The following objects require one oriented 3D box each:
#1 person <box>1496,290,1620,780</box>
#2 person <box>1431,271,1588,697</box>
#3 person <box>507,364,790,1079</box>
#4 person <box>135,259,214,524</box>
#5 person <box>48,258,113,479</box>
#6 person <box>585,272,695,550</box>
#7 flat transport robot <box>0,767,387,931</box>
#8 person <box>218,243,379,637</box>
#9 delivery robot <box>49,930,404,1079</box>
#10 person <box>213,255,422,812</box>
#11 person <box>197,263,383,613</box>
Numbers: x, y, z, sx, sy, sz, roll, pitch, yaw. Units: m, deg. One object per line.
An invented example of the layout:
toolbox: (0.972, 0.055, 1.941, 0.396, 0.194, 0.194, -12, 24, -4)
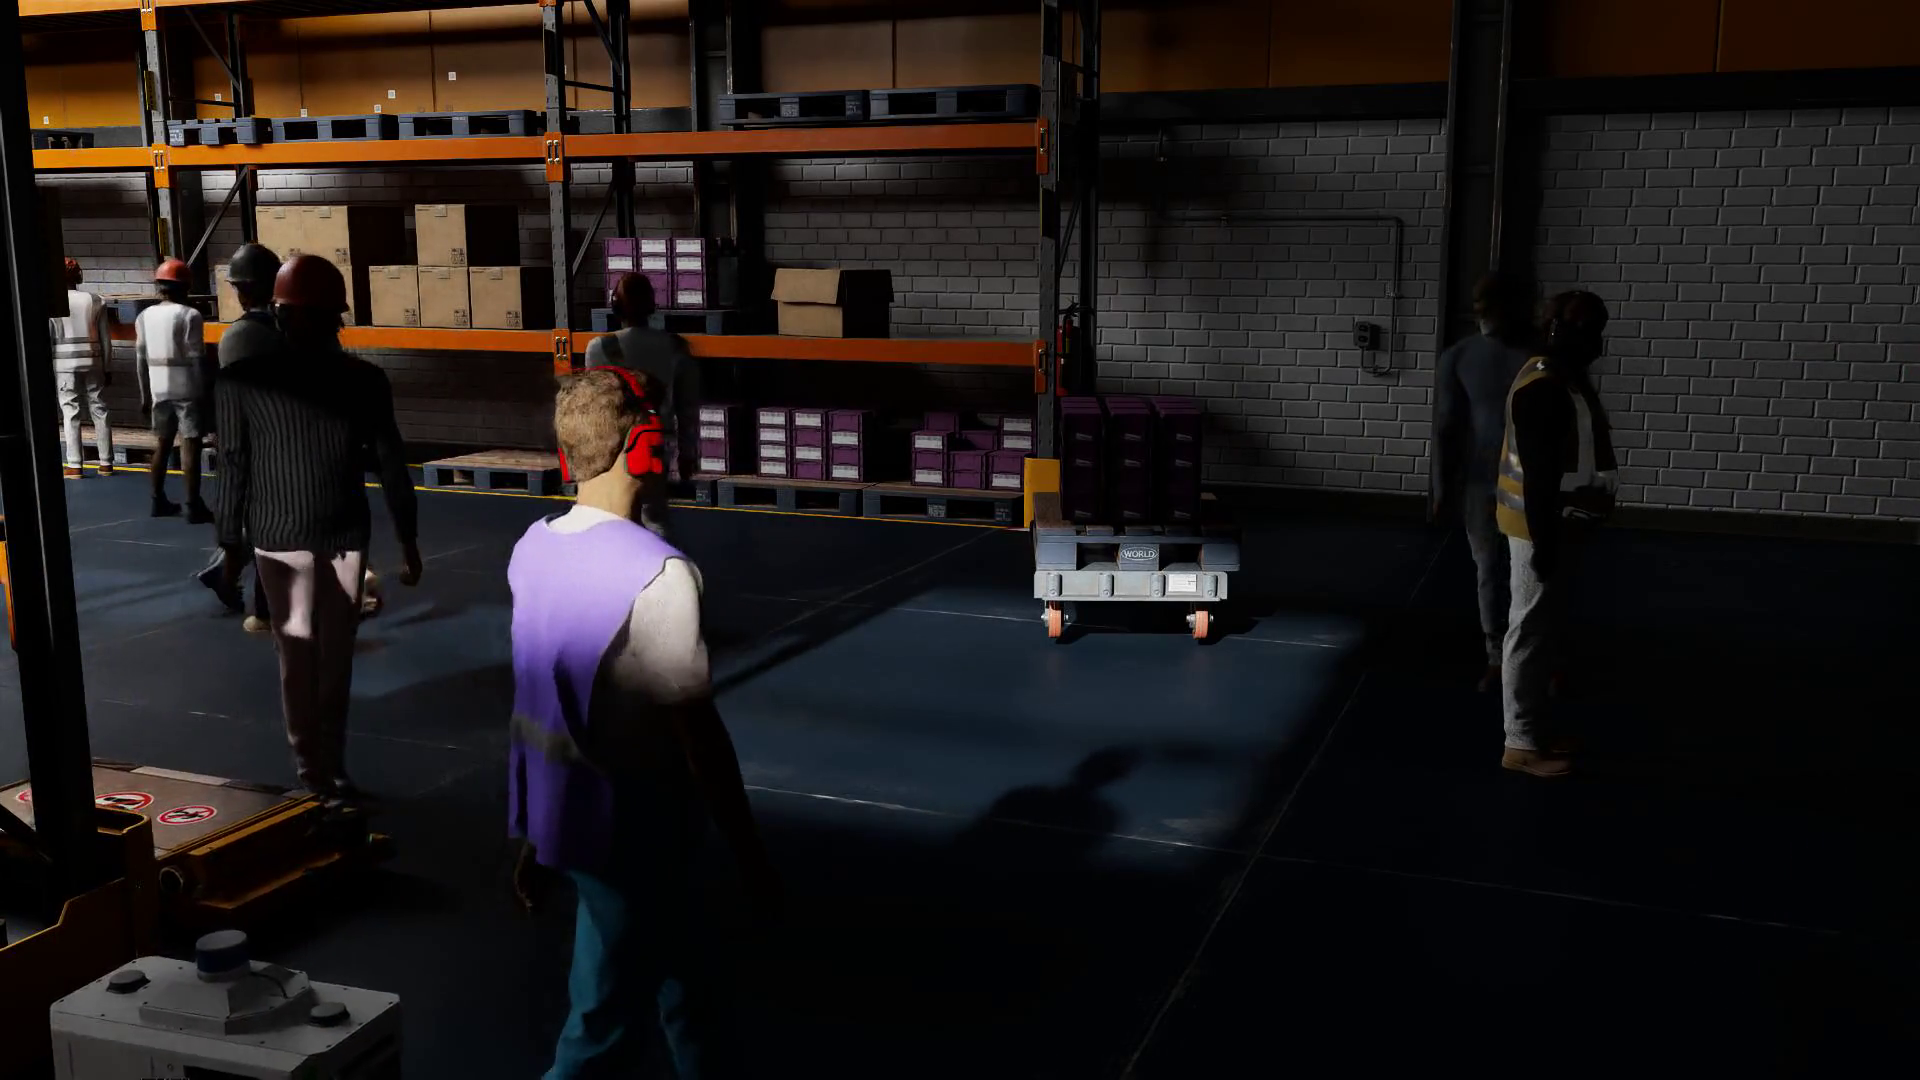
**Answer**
person: (2.288, -0.029, 6.389, 0.430, 1.841, 0.624, 5, 11, 28)
person: (2.421, -0.235, 7.368, 0.653, 1.896, 0.497, 5, 11, 25)
person: (-0.641, 0.569, 3.188, 0.942, 1.797, 0.572, -7, 12, -32)
person: (-5.697, -1.082, 12.090, 0.596, 1.924, 0.429, 3, 11, 17)
person: (-7.559, -1.462, 14.242, 0.573, 1.883, 0.356, -10, 14, -44)
person: (-1.668, -0.442, 8.591, 0.589, 1.869, 0.423, -8, 13, -37)
flat transport robot: (-2.636, 0.944, 5.332, 1.431, 0.197, 0.652, 4, 11, 22)
person: (-3.394, -0.498, 8.434, 0.736, 2.000, 0.692, 6, 12, 31)
delivery robot: (-1.554, 1.076, 3.543, 0.707, 0.478, 0.477, 3, 11, 17)
person: (-2.197, 0.007, 5.801, 0.646, 1.972, 0.732, -9, 13, -40)
person: (-3.674, -0.526, 8.967, 0.886, 1.916, 0.614, -3, 11, -18)
